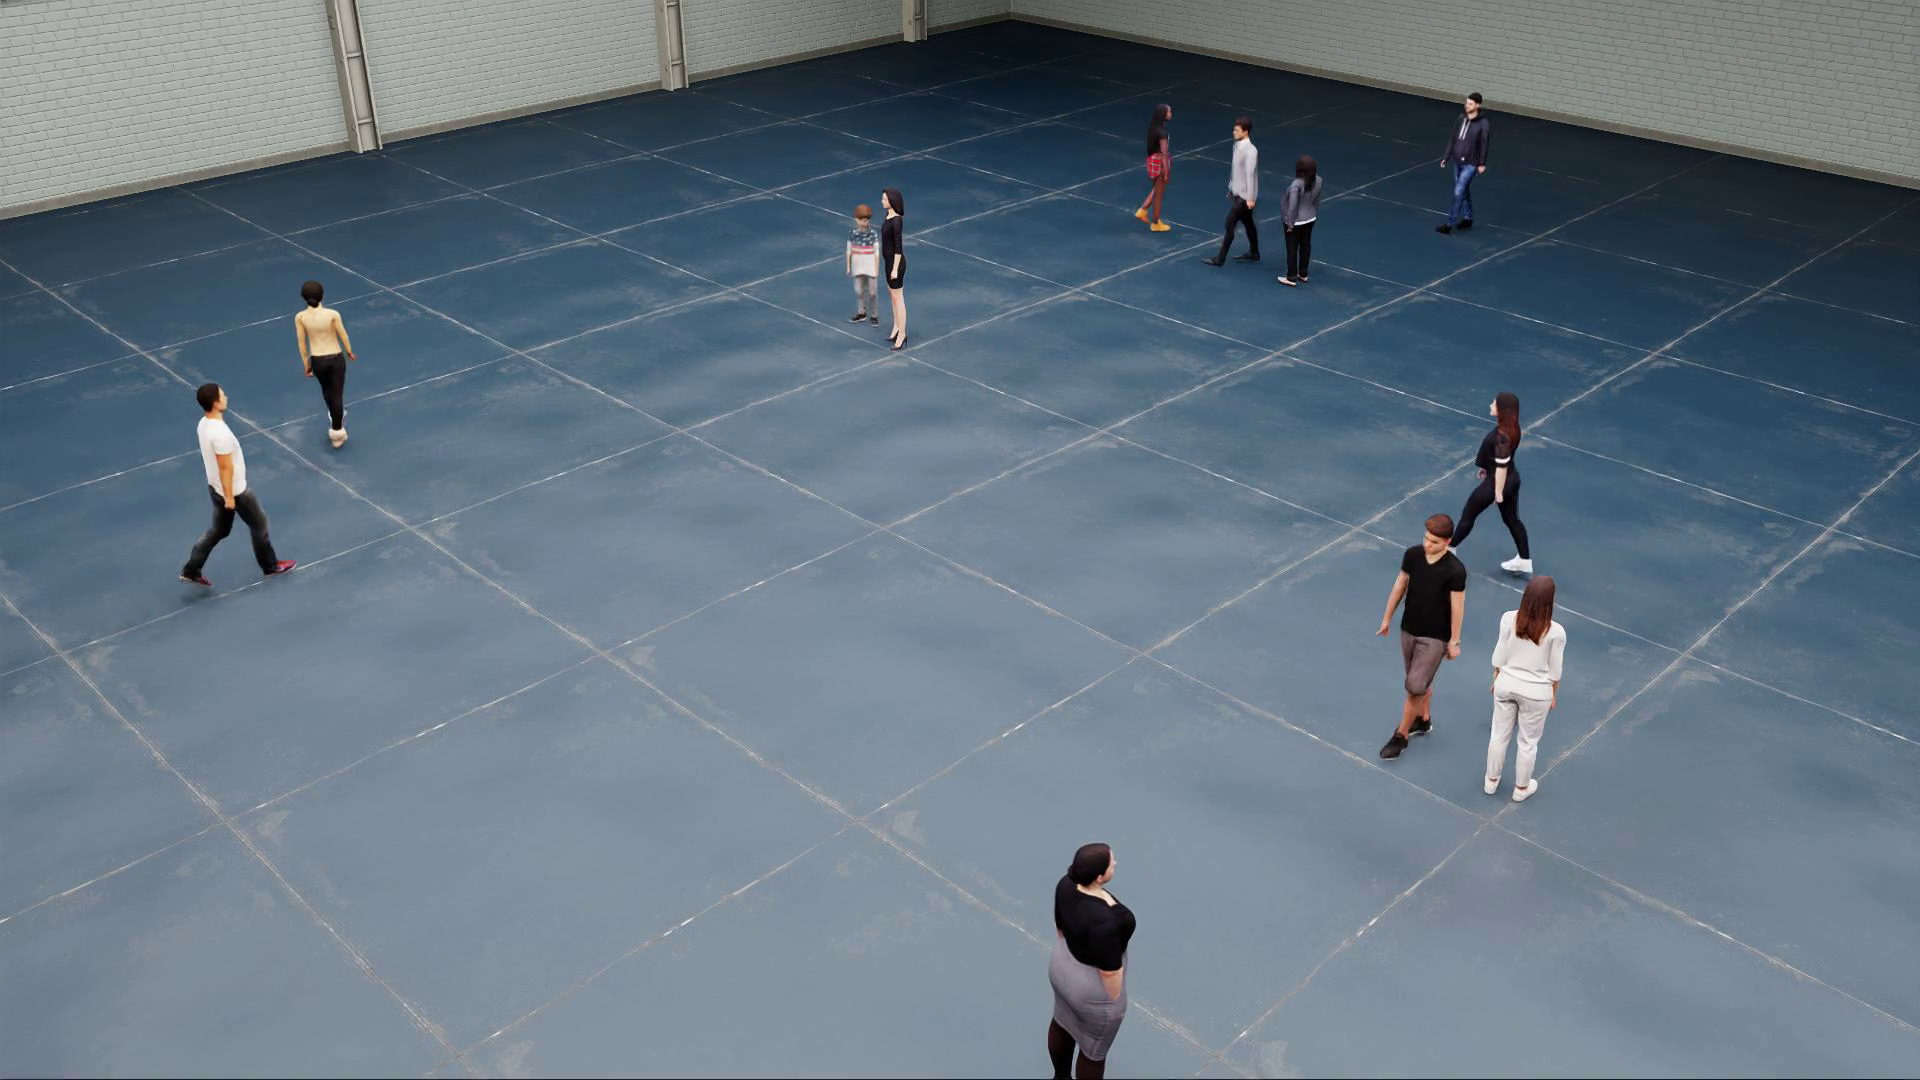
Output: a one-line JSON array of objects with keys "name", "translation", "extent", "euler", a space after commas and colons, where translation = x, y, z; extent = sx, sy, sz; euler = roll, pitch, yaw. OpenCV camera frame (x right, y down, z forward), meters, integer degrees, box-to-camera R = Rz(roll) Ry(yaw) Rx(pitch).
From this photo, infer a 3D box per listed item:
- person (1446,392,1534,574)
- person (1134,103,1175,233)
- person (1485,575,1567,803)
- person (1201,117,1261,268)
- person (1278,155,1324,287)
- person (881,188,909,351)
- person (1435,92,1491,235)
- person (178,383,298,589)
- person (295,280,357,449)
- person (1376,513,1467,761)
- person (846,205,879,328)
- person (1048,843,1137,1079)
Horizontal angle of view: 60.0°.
[{"name": "person", "translation": [4.562, -0.440, 13.839], "extent": [0.860, 1.587, 1.125], "euler": [15, 32, 26]}, {"name": "person", "translation": [2.565, -4.949, 22.169], "extent": [0.863, 1.716, 0.793], "euler": [-6, 29, -11]}, {"name": "person", "translation": [3.754, 0.981, 11.063], "extent": [0.645, 1.688, 0.613], "euler": [16, 32, 28]}, {"name": "person", "translation": [3.641, -4.328, 20.831], "extent": [1.274, 1.878, 1.175], "euler": [-2, 28, -4]}, {"name": "person", "translation": [4.173, -3.926, 20.375], "extent": [0.639, 1.597, 0.768], "euler": [-19, 33, -31]}, {"name": "person", "translation": [-0.722, -3.015, 18.442], "extent": [0.677, 1.805, 0.660], "euler": [-4, 28, -8]}, {"name": "person", "translation": [6.810, -5.024, 22.160], "extent": [1.116, 1.857, 0.861], "euler": [-14, 31, -25]}, {"name": "person", "translation": [-6.063, -0.387, 13.549], "extent": [1.134, 1.766, 0.663], "euler": [-24, 36, -38]}, {"name": "person", "translation": [-6.146, -1.684, 16.130], "extent": [0.985, 1.629, 1.005], "euler": [-2, 28, -5]}, {"name": "person", "translation": [3.322, 0.611, 11.597], "extent": [0.938, 1.840, 0.810], "euler": [-17, 32, -29]}, {"name": "person", "translation": [-1.110, -3.176, 19.142], "extent": [0.663, 1.431, 0.717], "euler": [8, 29, 15]}, {"name": "person", "translation": [0.644, 2.281, 8.547], "extent": [0.723, 1.760, 0.737], "euler": [-14, 31, -24]}]
